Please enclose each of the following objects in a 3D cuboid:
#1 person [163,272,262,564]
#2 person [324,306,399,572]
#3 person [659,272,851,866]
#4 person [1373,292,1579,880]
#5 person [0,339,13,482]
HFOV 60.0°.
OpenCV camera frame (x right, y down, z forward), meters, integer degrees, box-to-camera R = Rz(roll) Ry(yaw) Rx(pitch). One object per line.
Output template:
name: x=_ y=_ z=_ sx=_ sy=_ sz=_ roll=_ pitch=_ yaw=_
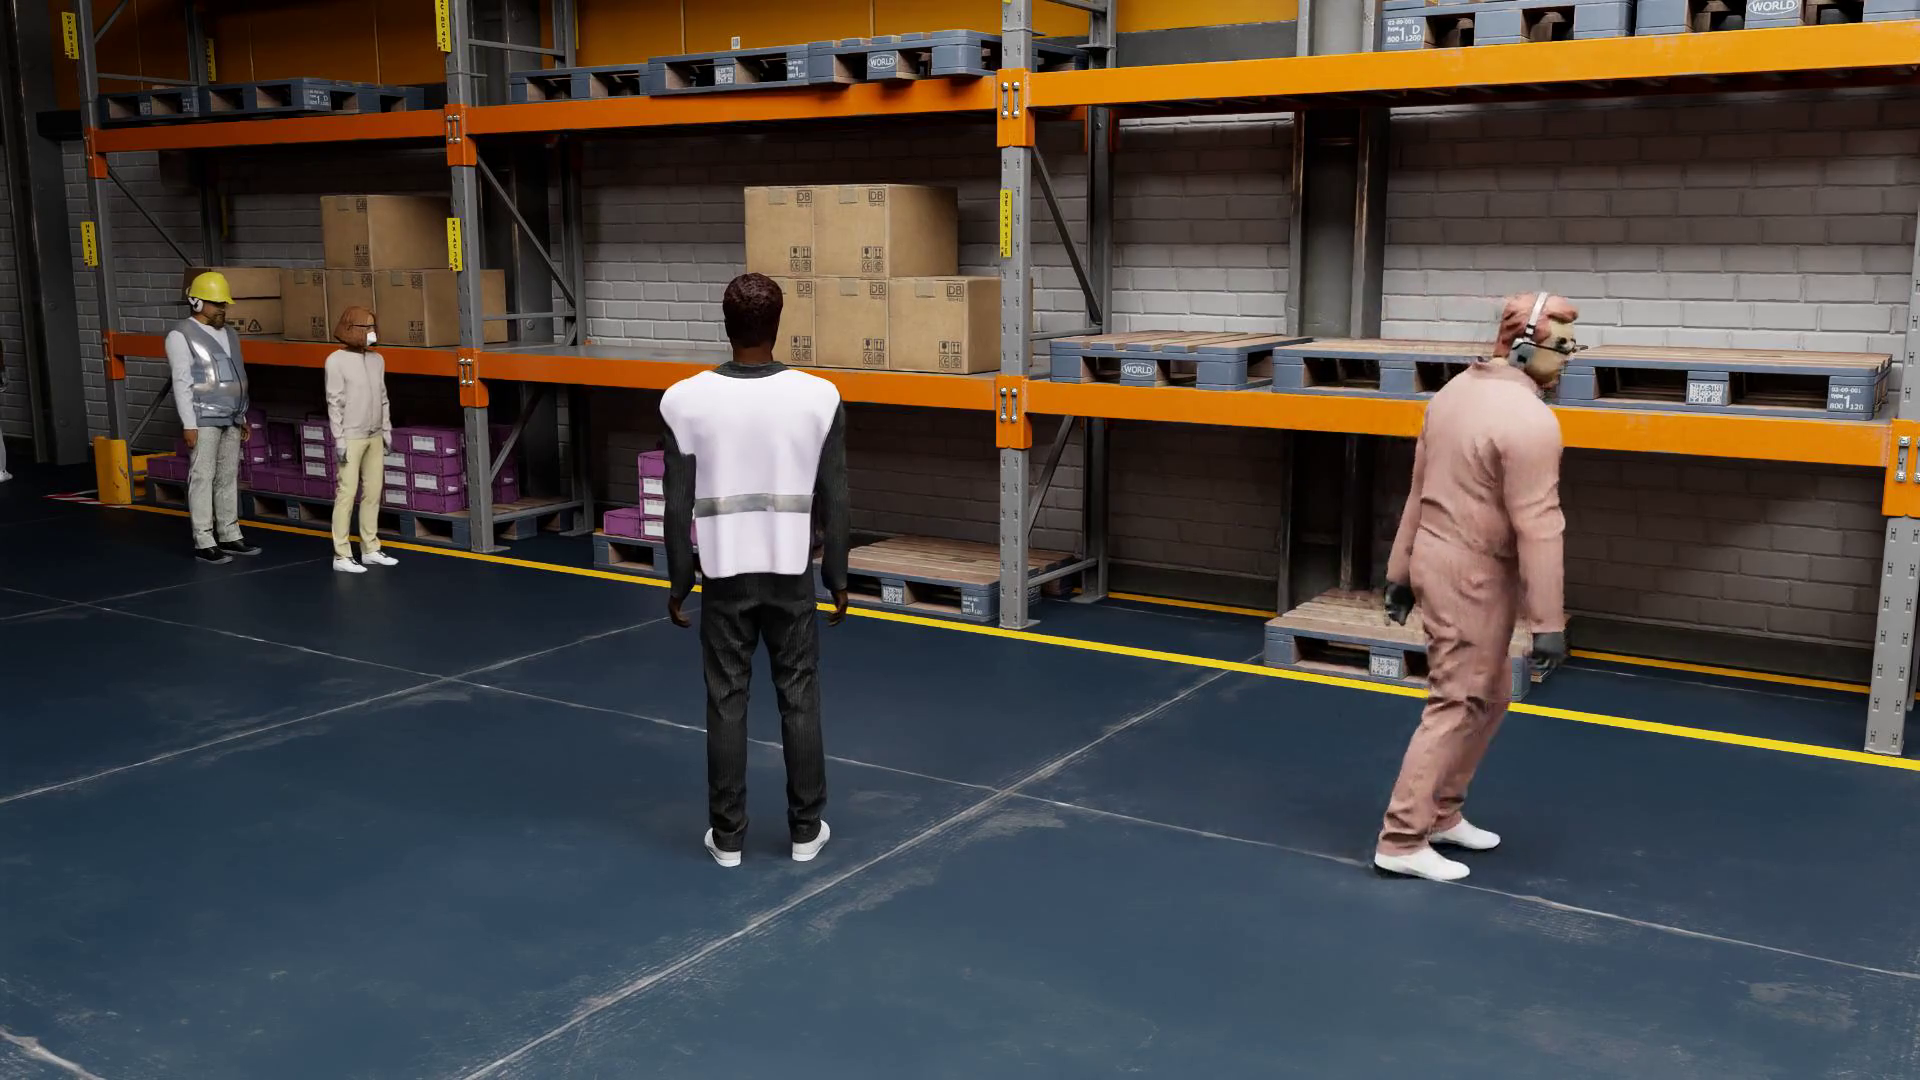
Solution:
person: x=-4.704 y=-0.772 z=10.511 sx=0.403 sy=1.824 sz=0.586 roll=2 pitch=10 yaw=12
person: x=-3.681 y=-0.616 z=10.208 sx=0.289 sy=1.629 sz=0.498 roll=4 pitch=11 yaw=22
person: x=-0.649 y=0.109 z=5.366 sx=0.597 sy=1.918 sz=0.382 roll=-2 pitch=10 yaw=-9
person: x=1.590 y=0.168 z=5.187 sx=0.594 sy=1.867 sz=0.663 roll=-1 pitch=10 yaw=-3
person: x=-8.233 y=-1.402 z=13.858 sx=0.513 sy=1.877 sz=0.328 roll=-6 pitch=12 yaw=-28
